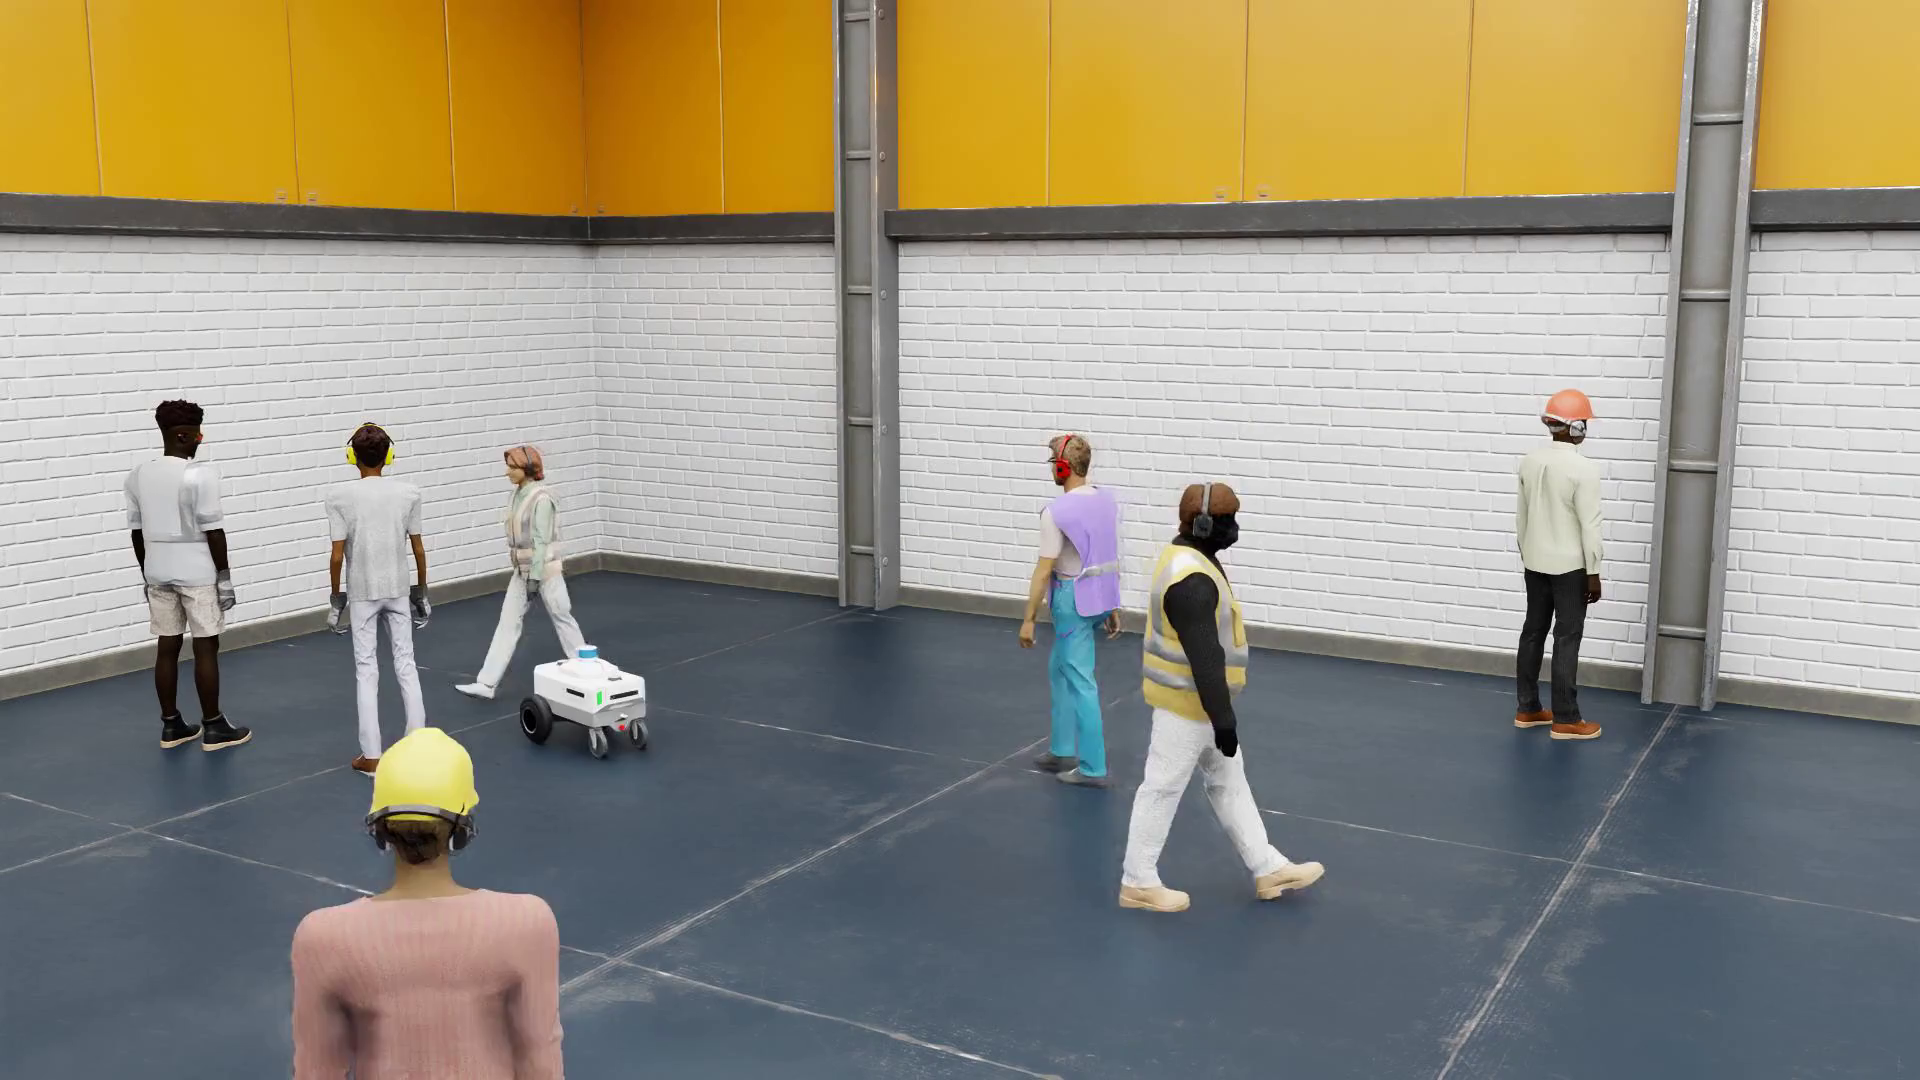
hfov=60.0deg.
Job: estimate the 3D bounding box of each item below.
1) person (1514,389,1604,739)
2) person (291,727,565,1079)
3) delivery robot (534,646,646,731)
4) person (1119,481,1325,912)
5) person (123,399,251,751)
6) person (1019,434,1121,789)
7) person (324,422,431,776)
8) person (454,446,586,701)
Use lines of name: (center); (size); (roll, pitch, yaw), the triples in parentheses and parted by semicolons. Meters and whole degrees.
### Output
person: (3.435, 0.135, 9.516); (0.376, 1.997, 0.612); (-4, 10, -24)
person: (-1.059, 1.252, 3.334); (0.528, 1.746, 0.713); (-2, 9, -11)
delivery robot: (-2.079, 0.837, 9.330); (0.707, 0.478, 0.477); (9, 13, 44)
person: (1.081, 0.664, 6.809); (0.910, 1.800, 0.662); (2, 9, 10)
person: (-4.302, 0.197, 9.249); (0.600, 1.958, 0.377); (3, 9, 16)
person: (0.515, 0.365, 8.600); (0.688, 1.820, 0.588); (7, 11, 35)
person: (-3.079, 0.317, 8.809); (0.532, 1.859, 0.310); (-6, 11, -31)
person: (-2.673, 0.216, 10.276); (0.900, 1.579, 0.535); (-8, 12, -41)
